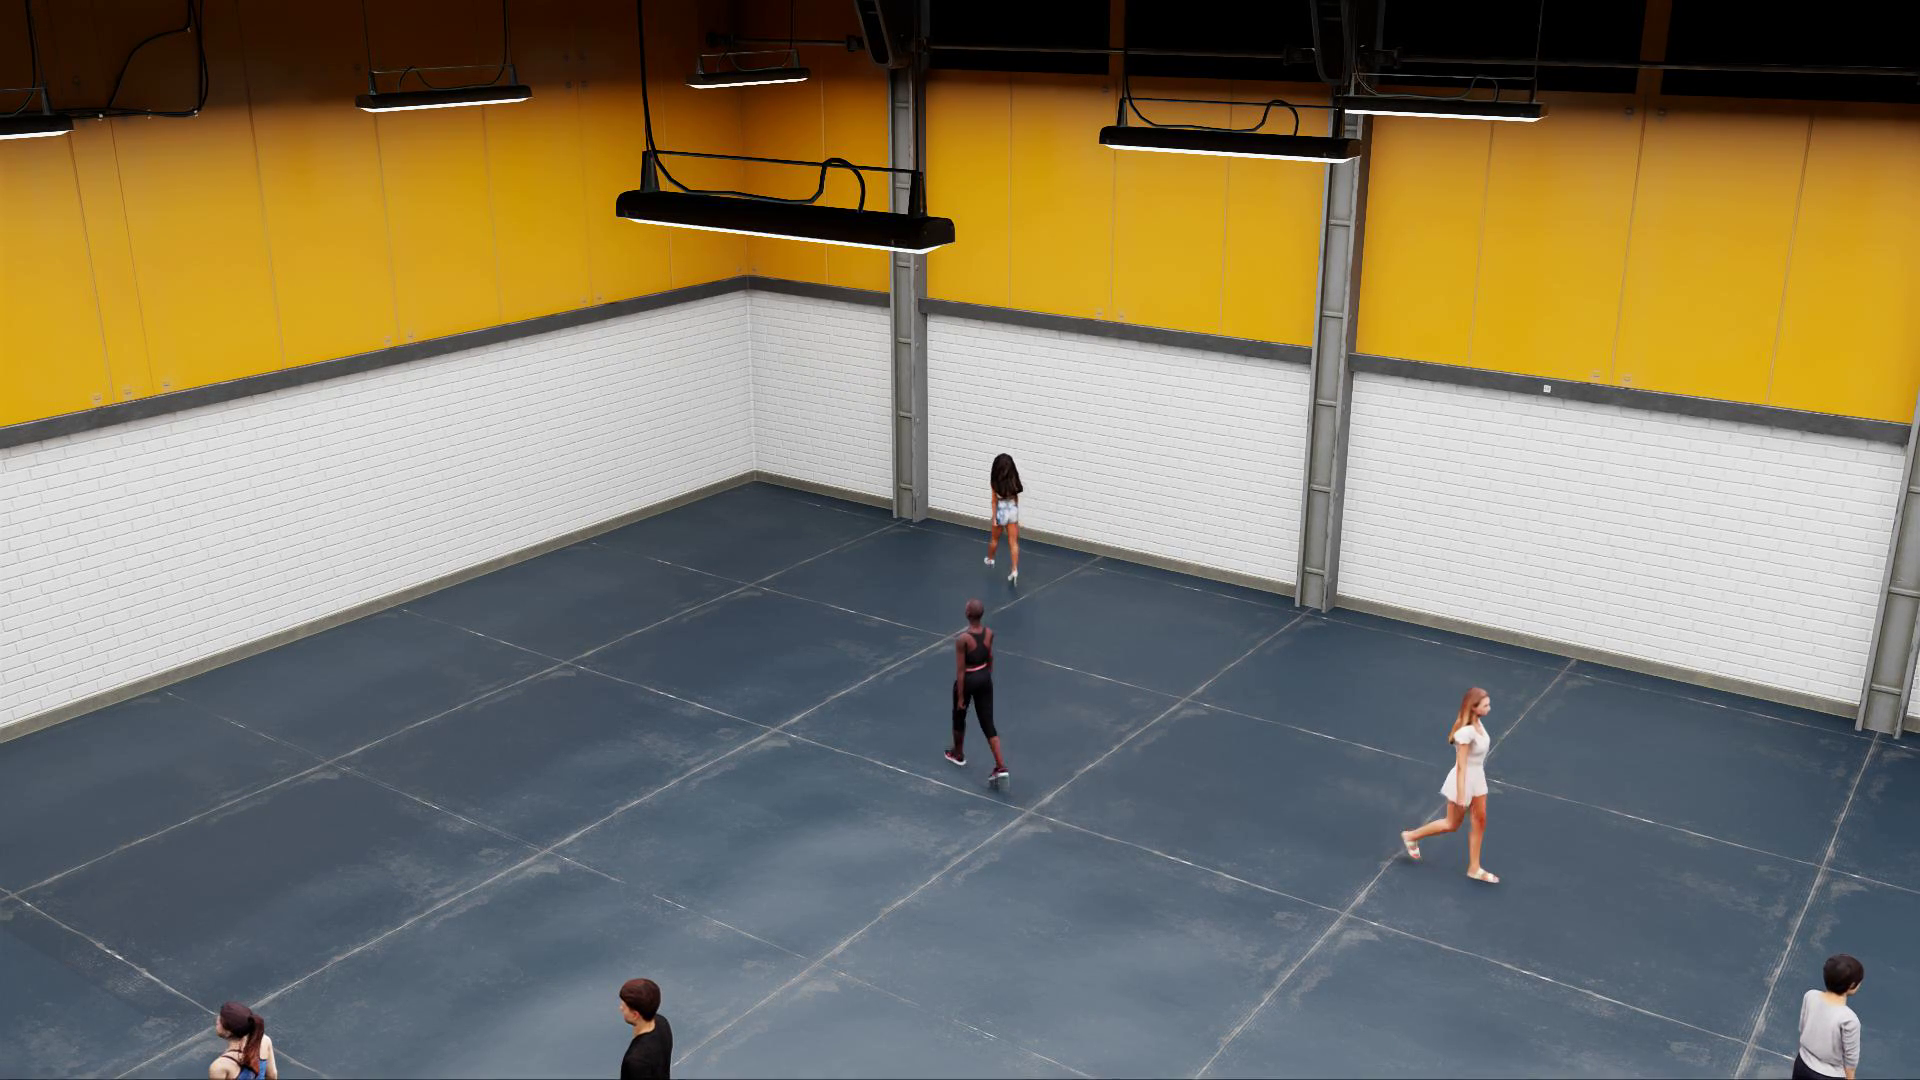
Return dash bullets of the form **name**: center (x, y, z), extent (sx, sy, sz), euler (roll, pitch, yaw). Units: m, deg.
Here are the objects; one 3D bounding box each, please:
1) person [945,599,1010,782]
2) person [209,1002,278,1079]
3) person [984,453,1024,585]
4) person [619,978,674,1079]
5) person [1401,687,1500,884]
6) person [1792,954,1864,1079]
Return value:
- **person**: center (0.188, 1.407, 15.245), extent (0.913, 1.720, 1.254), euler (-11, 22, -31)
- **person**: center (-4.101, 3.369, 9.593), extent (0.563, 1.609, 0.577), euler (10, 21, 28)
- **person**: center (0.592, -0.223, 20.314), extent (0.906, 1.575, 1.107), euler (-8, 20, -24)
- **person**: center (-1.752, 3.299, 9.405), extent (0.781, 1.862, 0.773), euler (1, 19, 2)
- **person**: center (4.064, 1.977, 13.625), extent (1.025, 1.674, 0.565), euler (12, 22, 32)
- **person**: center (5.238, 3.225, 10.109), extent (0.680, 1.552, 0.579), euler (-8, 20, -21)
